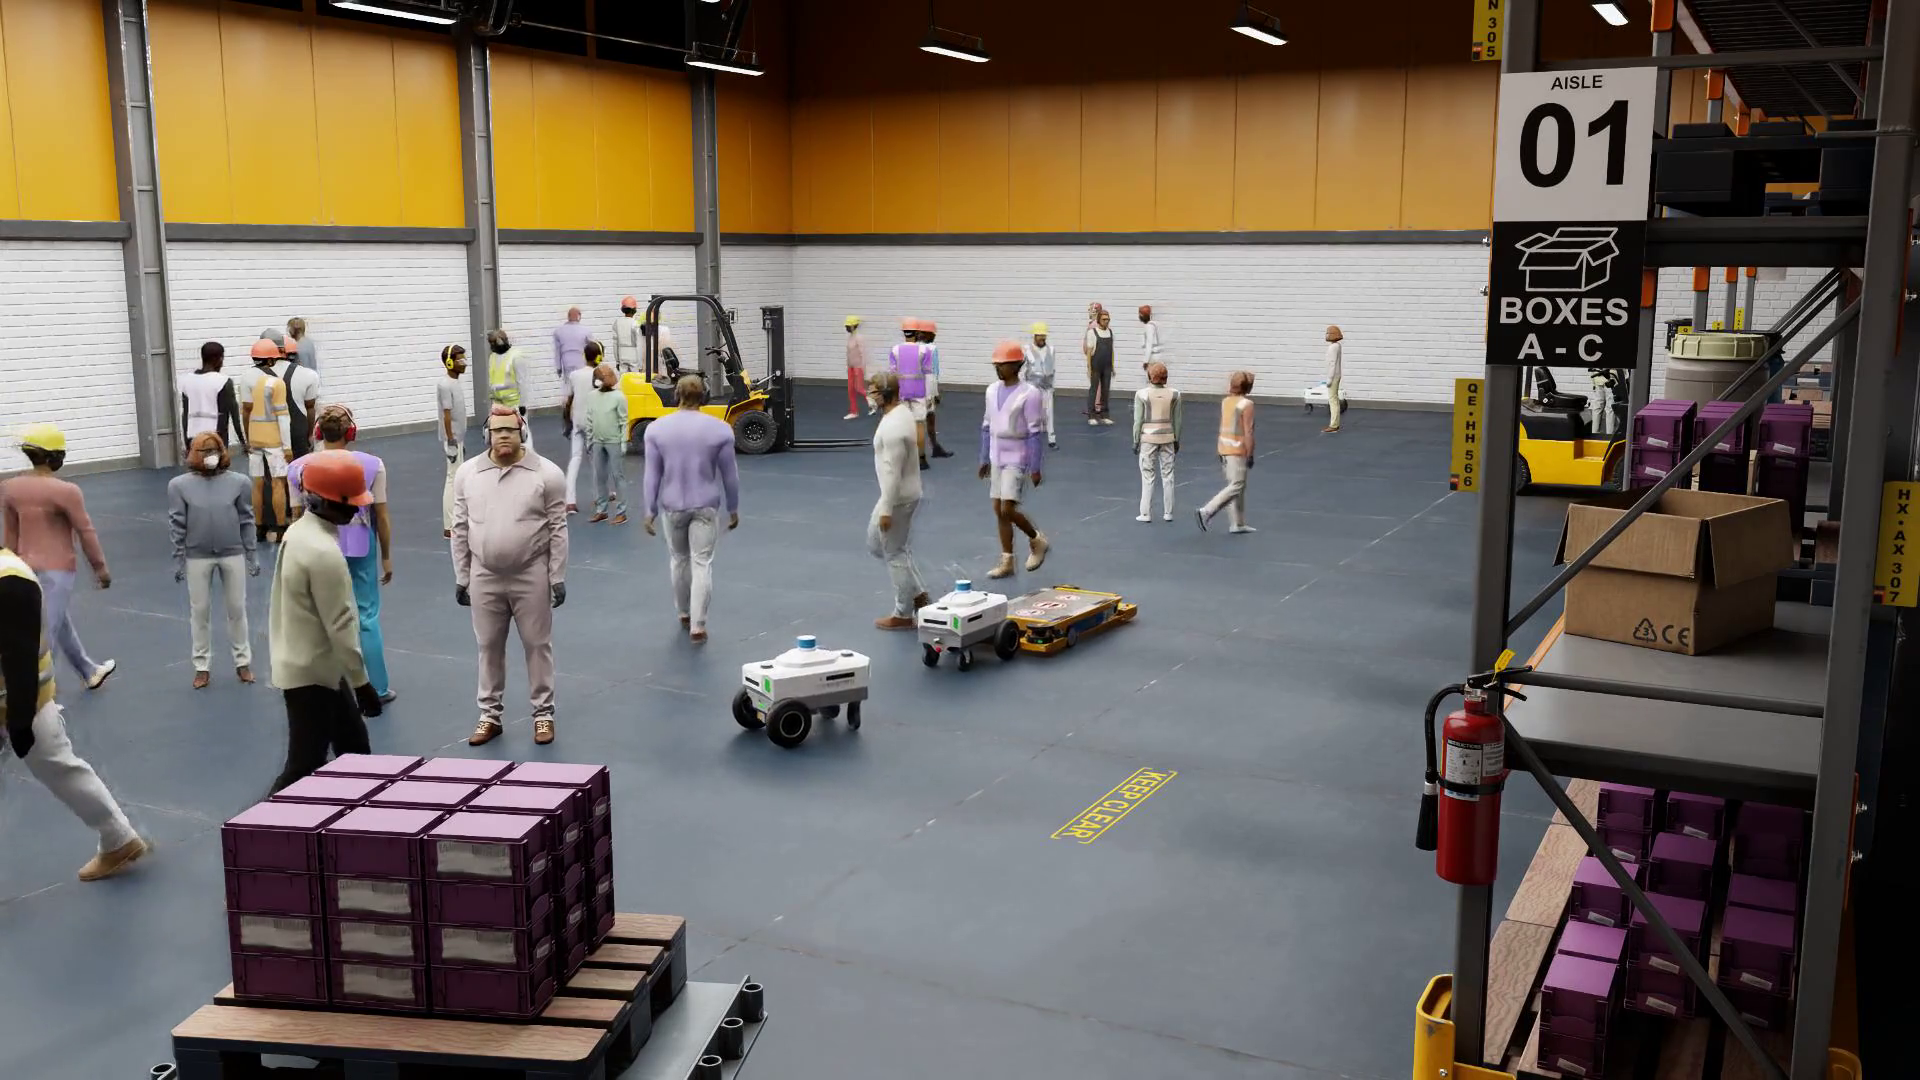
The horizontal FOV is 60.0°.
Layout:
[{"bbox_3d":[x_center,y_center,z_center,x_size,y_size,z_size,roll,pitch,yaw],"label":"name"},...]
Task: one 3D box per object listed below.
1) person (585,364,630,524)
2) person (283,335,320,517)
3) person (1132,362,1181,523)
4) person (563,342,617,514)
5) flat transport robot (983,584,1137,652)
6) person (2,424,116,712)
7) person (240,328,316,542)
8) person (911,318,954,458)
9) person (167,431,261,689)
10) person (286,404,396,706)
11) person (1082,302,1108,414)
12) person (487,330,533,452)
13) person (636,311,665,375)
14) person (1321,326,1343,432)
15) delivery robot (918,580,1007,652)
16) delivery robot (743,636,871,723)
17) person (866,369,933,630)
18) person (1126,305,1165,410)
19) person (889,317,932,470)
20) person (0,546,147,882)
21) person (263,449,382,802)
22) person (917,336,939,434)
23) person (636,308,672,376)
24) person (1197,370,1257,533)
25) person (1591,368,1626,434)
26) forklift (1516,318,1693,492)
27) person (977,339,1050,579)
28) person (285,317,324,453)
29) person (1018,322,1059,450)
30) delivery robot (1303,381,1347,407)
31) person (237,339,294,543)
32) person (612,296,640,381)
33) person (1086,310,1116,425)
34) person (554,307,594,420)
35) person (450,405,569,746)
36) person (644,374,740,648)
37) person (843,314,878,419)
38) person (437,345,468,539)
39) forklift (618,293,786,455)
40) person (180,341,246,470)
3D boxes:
[{"bbox_3d":[-3.584,-0.974,16.892,0.507,1.631,0.266,5,11,25],"label":"person"},{"bbox_3d":[-6.798,-1.144,17.086,0.548,1.911,0.805,-8,13,-39],"label":"person"},{"bbox_3d":[2.007,-0.989,16.963,0.523,1.639,0.306,-2,10,-14],"label":"person"},{"bbox_3d":[-3.968,-1.196,17.679,0.663,1.801,0.980,4,10,20],"label":"person"},{"bbox_3d":[0.678,0.549,12.015,0.652,0.197,1.431,6,11,31],"label":"flat transport robot"},{"bbox_3d":[-5.409,0.160,10.048,0.555,1.720,0.882,3,10,17],"label":"person"},{"bbox_3d":[-6.547,-1.014,15.947,0.685,2.000,0.535,-8,13,-39],"label":"person"},{"bbox_3d":[-0.567,-1.996,22.097,1.001,1.893,0.534,-4,11,-23],"label":"person"},{"bbox_3d":[-4.728,0.120,10.560,0.529,1.634,0.290,-5,11,-29],"label":"person"},{"bbox_3d":[-3.708,0.113,9.983,0.564,1.847,0.396,-2,10,-9],"label":"person"},{"bbox_3d":[2.301,-3.104,28.432,0.409,1.907,0.651,3,10,18],"label":"person"},{"bbox_3d":[-5.562,-1.687,20.515,0.654,1.802,0.492,7,12,34],"label":"person"},{"bbox_3d":[-4.468,-2.406,24.412,0.768,1.902,0.598,-9,13,-41],"label":"person"},{"bbox_3d":[5.719,-2.468,25.540,0.271,1.632,0.508,4,11,22],"label":"person"},{"bbox_3d":[0.020,0.513,11.131,0.477,0.478,0.707,6,12,31],"label":"delivery robot"},{"bbox_3d":[-0.870,0.791,9.520,0.707,0.478,0.477,-6,12,-32],"label":"delivery robot"},{"bbox_3d":[-0.488,-0.272,12.002,0.431,1.916,0.648,0,10,1],"label":"person"},{"bbox_3d":[3.253,-3.131,28.764,0.877,1.836,0.594,0,10,-3],"label":"person"},{"bbox_3d":[-0.620,-1.850,21.091,0.549,1.934,0.374,1,10,8],"label":"person"},{"bbox_3d":[-3.974,0.665,6.984,0.635,1.793,1.001,6,12,32],"label":"person"},{"bbox_3d":[-2.797,0.566,7.147,0.844,1.929,0.617,-5,11,-27],"label":"person"},{"bbox_3d":[-0.567,-2.399,25.125,0.512,1.640,0.309,2,10,9],"label":"person"},{"bbox_3d":[-4.912,-2.812,26.809,0.573,1.884,0.355,1,10,5],"label":"person"},{"bbox_3d":[2.609,-0.840,16.154,0.646,1.616,0.527,-4,10,-20],"label":"person"},{"bbox_3d":[9.268,-2.251,23.735,0.403,1.823,0.586,-5,11,-26],"label":"person"},{"bbox_3d":[7.066,-1.601,18.899,2.313,2.155,1.214,5,11,27],"label":"forklift"},{"bbox_3d":[0.441,-0.676,14.030,0.501,2.027,0.616,-7,12,-37],"label":"person"},{"bbox_3d":[-8.717,-1.943,21.718,0.784,1.911,0.634,-2,10,-9],"label":"person"},{"bbox_3d":[1.076,-2.173,23.405,0.613,1.788,0.934,-4,11,-24],"label":"person"},{"bbox_3d":[6.226,-2.472,28.390,0.707,0.478,0.477,3,10,19],"label":"delivery robot"},{"bbox_3d":[-6.555,-0.935,15.785,0.546,1.939,0.375,4,11,22],"label":"person"},{"bbox_3d":[-5.338,-2.928,27.005,0.615,2.047,0.358,4,11,23],"label":"person"},{"bbox_3d":[2.252,-2.749,26.559,0.515,1.842,0.328,-5,11,-25],"label":"person"},{"bbox_3d":[-6.218,-2.824,26.904,0.645,1.880,0.460,1,10,7],"label":"person"},{"bbox_3d":[-2.519,0.199,9.294,0.649,1.913,0.409,0,10,-2],"label":"person"},{"bbox_3d":[-1.893,-0.235,11.875,0.659,1.890,0.975,0,10,-2],"label":"person"},{"bbox_3d":[-1.669,-2.867,27.527,0.578,1.741,0.567,-7,12,-33],"label":"person"},{"bbox_3d":[-4.868,-0.942,16.062,0.384,1.873,0.549,-1,10,-8],"label":"person"},{"bbox_3d":[-3.588,-2.317,23.042,2.313,2.155,1.214,-1,10,-5],"label":"forklift"},{"bbox_3d":[-7.255,-0.996,16.302,0.582,1.887,0.647,5,11,25],"label":"person"}]
